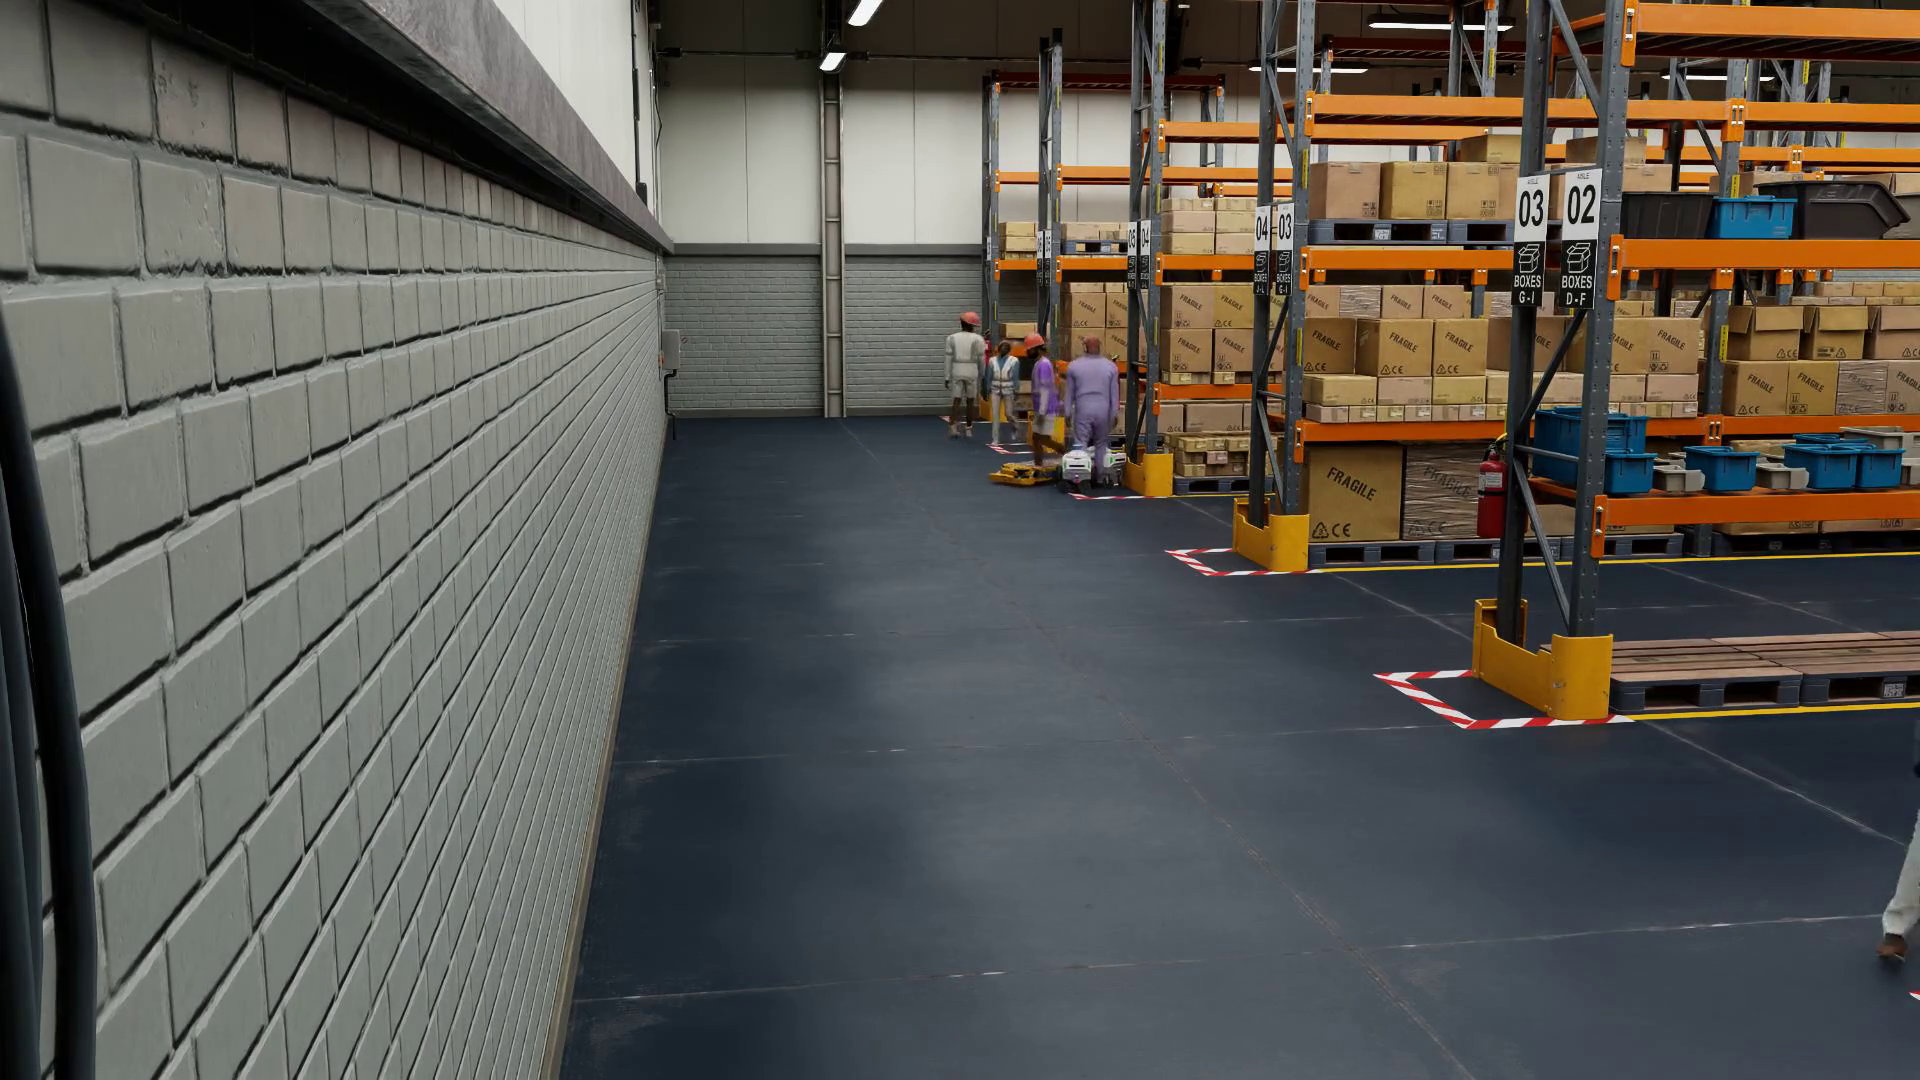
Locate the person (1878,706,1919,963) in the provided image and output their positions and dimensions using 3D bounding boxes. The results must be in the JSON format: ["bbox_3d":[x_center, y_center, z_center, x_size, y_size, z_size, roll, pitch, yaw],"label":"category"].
[{"bbox_3d":[3.844,0.858,6.258,0.834,1.579,0.525,-9,13,-43],"label":"person"}]

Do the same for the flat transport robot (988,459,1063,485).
[{"bbox_3d":[1.112,-0.877,21.000,1.431,0.197,0.652,-7,12,-37],"label":"flat transport robot"}]

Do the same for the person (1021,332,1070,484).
[{"bbox_3d":[1.141,-1.624,20.615,0.770,1.904,0.590,-1,9,-5],"label":"person"}]

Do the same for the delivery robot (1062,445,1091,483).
[{"bbox_3d":[1.403,-0.900,19.982,0.477,0.478,0.707,1,9,4],"label":"delivery robot"}]

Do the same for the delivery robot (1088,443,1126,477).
[{"bbox_3d":[1.701,-0.986,20.511,0.707,0.478,0.477,9,13,43],"label":"delivery robot"}]

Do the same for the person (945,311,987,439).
[{"bbox_3d":[0.112,-2.596,26.261,0.647,2.008,0.518,3,10,15],"label":"person"}]

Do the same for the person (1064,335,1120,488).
[{"bbox_3d":[1.602,-1.535,20.124,0.693,1.880,0.616,0,9,1],"label":"person"}]

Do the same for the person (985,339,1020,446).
[{"bbox_3d":[0.665,-2.248,25.315,0.544,1.620,0.480,3,10,17],"label":"person"}]
